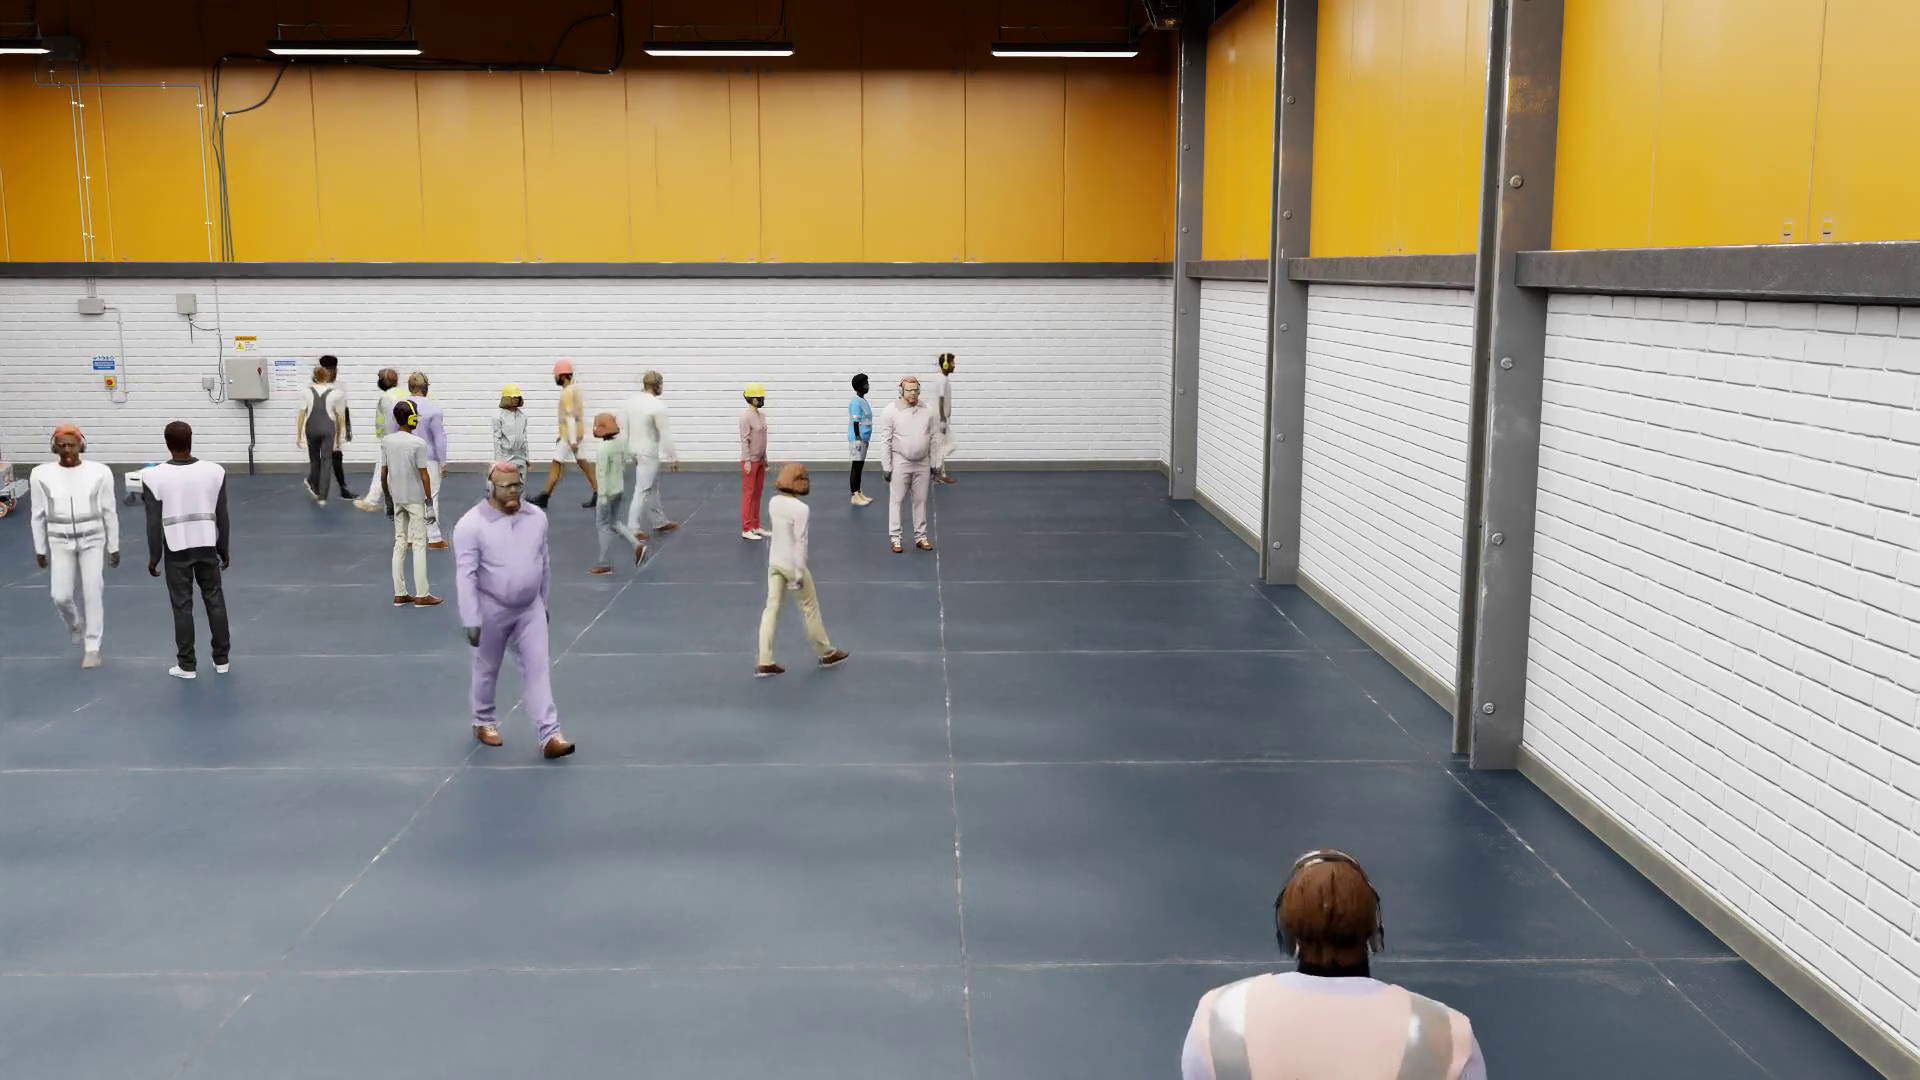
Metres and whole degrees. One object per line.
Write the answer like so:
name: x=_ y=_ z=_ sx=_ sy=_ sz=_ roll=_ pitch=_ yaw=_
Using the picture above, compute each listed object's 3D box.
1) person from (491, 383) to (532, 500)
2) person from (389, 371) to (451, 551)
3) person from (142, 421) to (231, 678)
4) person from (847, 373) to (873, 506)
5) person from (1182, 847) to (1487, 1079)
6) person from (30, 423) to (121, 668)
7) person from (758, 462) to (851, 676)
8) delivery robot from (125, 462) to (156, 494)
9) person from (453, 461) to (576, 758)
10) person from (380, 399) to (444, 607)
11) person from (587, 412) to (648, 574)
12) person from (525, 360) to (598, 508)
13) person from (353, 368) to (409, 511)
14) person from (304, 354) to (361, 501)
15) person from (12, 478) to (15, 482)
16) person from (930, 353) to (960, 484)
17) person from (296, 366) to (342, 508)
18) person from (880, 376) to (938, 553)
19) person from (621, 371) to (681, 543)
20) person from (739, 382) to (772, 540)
person: x=-5.087 y=-0.914 z=18.936 sx=0.299 sy=1.745 sz=0.483 roll=6 pitch=11 yaw=34
person: x=-5.804 y=-0.842 z=17.900 sx=0.635 sy=1.936 sz=0.355 roll=2 pitch=10 yaw=14
person: x=-5.723 y=0.075 z=12.356 sx=0.590 sy=1.913 sz=0.396 roll=-8 pitch=12 yaw=-42
person: x=-1.282 y=-1.293 z=21.403 sx=0.320 sy=1.697 sz=0.531 roll=1 pitch=9 yaw=7
person: x=0.799 y=1.555 z=3.578 sx=0.653 sy=1.828 sz=0.467 roll=4 pitch=10 yaw=23
person: x=-6.760 y=0.029 z=12.749 sx=0.591 sy=1.870 sz=0.541 roll=-4 pitch=10 yaw=-24
person: x=-1.208 y=0.205 z=12.508 sx=0.820 sy=1.592 sz=0.513 roll=-8 pitch=13 yaw=-42
delivery robot: x=-10.356 y=-0.759 z=21.337 sx=0.707 sy=0.478 sz=0.477 roll=4 pitch=10 yaw=25
person: x=-2.799 y=0.433 z=10.344 sx=0.672 sy=1.848 sz=1.014 roll=-8 pitch=12 yaw=-41
person: x=-4.947 y=-0.328 z=14.961 sx=0.534 sy=1.869 sz=0.315 roll=3 pitch=10 yaw=20
person: x=-3.439 y=-0.459 z=16.501 sx=0.527 sy=1.620 sz=0.512 roll=2 pitch=10 yaw=14
person: x=-4.986 y=-1.326 z=21.048 sx=1.032 sy=1.879 sz=0.553 roll=0 pitch=9 yaw=1
person: x=-7.099 y=-1.246 z=20.842 sx=0.977 sy=1.800 sz=0.615 roll=1 pitch=9 yaw=8
person: x=-8.330 y=-1.489 z=21.901 sx=0.915 sy=1.935 sz=0.611 roll=3 pitch=10 yaw=20
person: x=-12.839 y=-1.318 z=21.809 sx=0.501 sy=1.622 sz=0.573 roll=9 pitch=13 yaw=44
person: x=-0.183 y=-1.702 z=23.418 sx=0.387 sy=1.856 sz=0.558 roll=0 pitch=9 yaw=-1
person: x=-8.229 y=-1.332 z=21.404 sx=0.581 sy=1.770 sz=0.984 roll=-2 pitch=10 yaw=-14
person: x=-0.526 y=-0.814 z=17.854 sx=0.656 sy=1.902 sz=0.404 roll=-5 pitch=10 yaw=-27
person: x=-3.426 y=-0.939 z=18.627 sx=0.935 sy=1.894 sz=0.686 roll=-9 pitch=13 yaw=-44
person: x=-2.299 y=-0.891 z=18.730 sx=0.314 sy=1.768 sz=0.526 roll=3 pitch=10 yaw=18
